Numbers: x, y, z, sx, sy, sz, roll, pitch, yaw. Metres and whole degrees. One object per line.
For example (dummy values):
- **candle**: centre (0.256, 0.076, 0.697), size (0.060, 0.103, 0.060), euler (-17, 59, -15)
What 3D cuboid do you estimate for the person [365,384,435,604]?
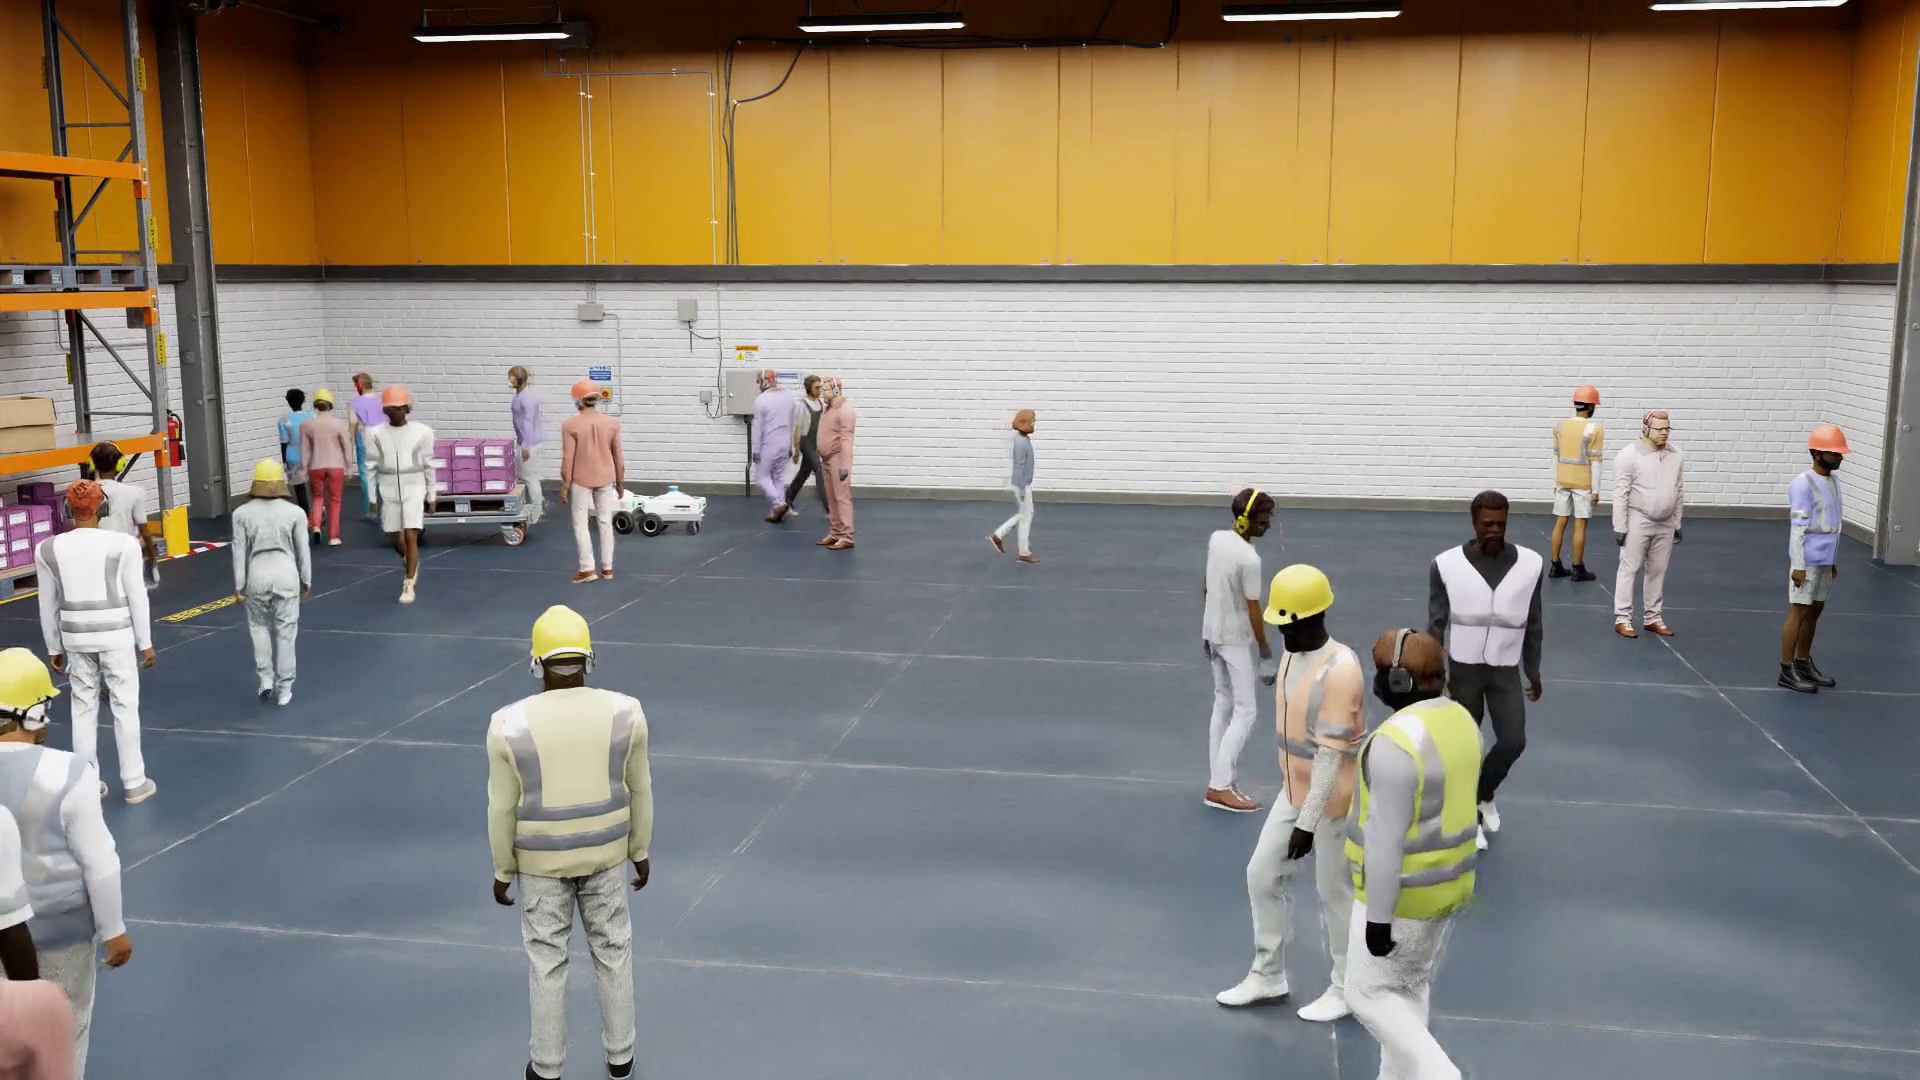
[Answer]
- **person**: centre (-5.181, -0.454, 15.485), size (0.612, 2.021, 0.813), euler (-1, 9, -7)

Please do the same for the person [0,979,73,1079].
- **person**: centre (-2.276, 1.570, 3.775), size (0.523, 1.742, 0.744), euler (-4, 10, -26)

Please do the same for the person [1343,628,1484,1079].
- **person**: centre (1.606, 1.221, 5.717), size (0.576, 1.821, 0.649), euler (8, 12, 42)

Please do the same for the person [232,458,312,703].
- **person**: centre (-4.839, 0.288, 11.727), size (0.513, 1.726, 0.421), euler (-3, 10, -19)

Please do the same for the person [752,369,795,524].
- **person**: centre (-2.227, -1.112, 19.958), size (0.469, 1.881, 0.660), euler (7, 12, 38)

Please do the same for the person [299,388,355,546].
- **person**: centre (-6.995, -0.797, 18.400), size (0.534, 1.755, 0.364), euler (-1, 9, -6)

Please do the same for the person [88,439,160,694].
- **person**: centre (-6.114, 0.192, 12.041), size (0.525, 1.835, 0.910), euler (-2, 9, -12)

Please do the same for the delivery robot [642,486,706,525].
- **delivery robot**: centre (-3.304, -0.380, 19.235), size (0.707, 0.478, 0.477), euler (0, 9, 1)

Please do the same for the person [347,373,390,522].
- **person**: centre (-7.153, -1.116, 20.171), size (0.445, 1.821, 0.583), euler (6, 11, 31)

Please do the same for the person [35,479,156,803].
- **person**: centre (-4.897, 0.584, 9.458), size (0.576, 1.880, 0.383), euler (-1, 9, -7)

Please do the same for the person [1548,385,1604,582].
- **person**: centre (6.083, -0.558, 16.374), size (0.386, 1.930, 0.560), euler (-6, 11, -33)

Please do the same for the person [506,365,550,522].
- **person**: centre (-5.254, -1.148, 20.085), size (0.429, 1.923, 0.627), euler (-5, 10, -27)

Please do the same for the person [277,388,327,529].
- **person**: centre (-7.676, -0.936, 19.464), size (0.542, 1.679, 0.510), euler (-6, 11, -33)

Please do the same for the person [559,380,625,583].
- **person**: centre (-3.580, -0.569, 16.320), size (0.722, 1.987, 0.518), euler (-7, 11, -35)

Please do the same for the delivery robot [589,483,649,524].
- **delivery robot**: centre (-3.997, -0.422, 19.492), size (0.707, 0.478, 0.477), euler (5, 10, 27)

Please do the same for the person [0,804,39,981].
- **person**: centre (-2.844, 1.338, 4.562), size (0.638, 1.945, 0.523), euler (-3, 9, -15)

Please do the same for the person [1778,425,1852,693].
- **person**: centre (6.221, 0.133, 12.065), size (0.553, 1.935, 0.361), euler (-7, 12, -38)

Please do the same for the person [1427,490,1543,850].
- **person**: centre (2.763, 0.679, 8.766), size (0.625, 1.905, 0.444), euler (1, 9, 3)

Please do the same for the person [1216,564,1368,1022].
- **person**: centre (1.351, 1.030, 6.653), size (0.704, 1.885, 0.587), euler (-3, 10, -17)

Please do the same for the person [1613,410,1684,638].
- **person**: centre (5.732, -0.130, 13.824), size (0.644, 1.903, 0.401), euler (-3, 10, -16)

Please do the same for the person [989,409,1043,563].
- **person**: centre (0.599, -0.563, 17.364), size (0.489, 1.625, 0.499), euler (1, 9, 4)

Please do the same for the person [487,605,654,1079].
- **person**: centre (-1.428, 1.145, 6.118), size (0.599, 1.829, 0.404), euler (-4, 10, -23)

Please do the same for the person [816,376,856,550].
- **person**: centre (-1.383, -0.850, 18.297), size (0.403, 1.900, 0.645), euler (-5, 10, -26)

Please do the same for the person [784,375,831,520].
- **person**: centre (-1.848, -1.133, 20.419), size (1.023, 1.793, 0.504), euler (4, 10, 22)

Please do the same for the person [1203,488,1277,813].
- **person**: centre (1.521, 0.608, 9.439), size (0.430, 1.843, 0.614), euler (-4, 10, -23)

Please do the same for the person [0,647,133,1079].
- **person**: centre (-3.061, 1.255, 5.472), size (0.597, 1.818, 0.456), euler (1, 9, 7)
